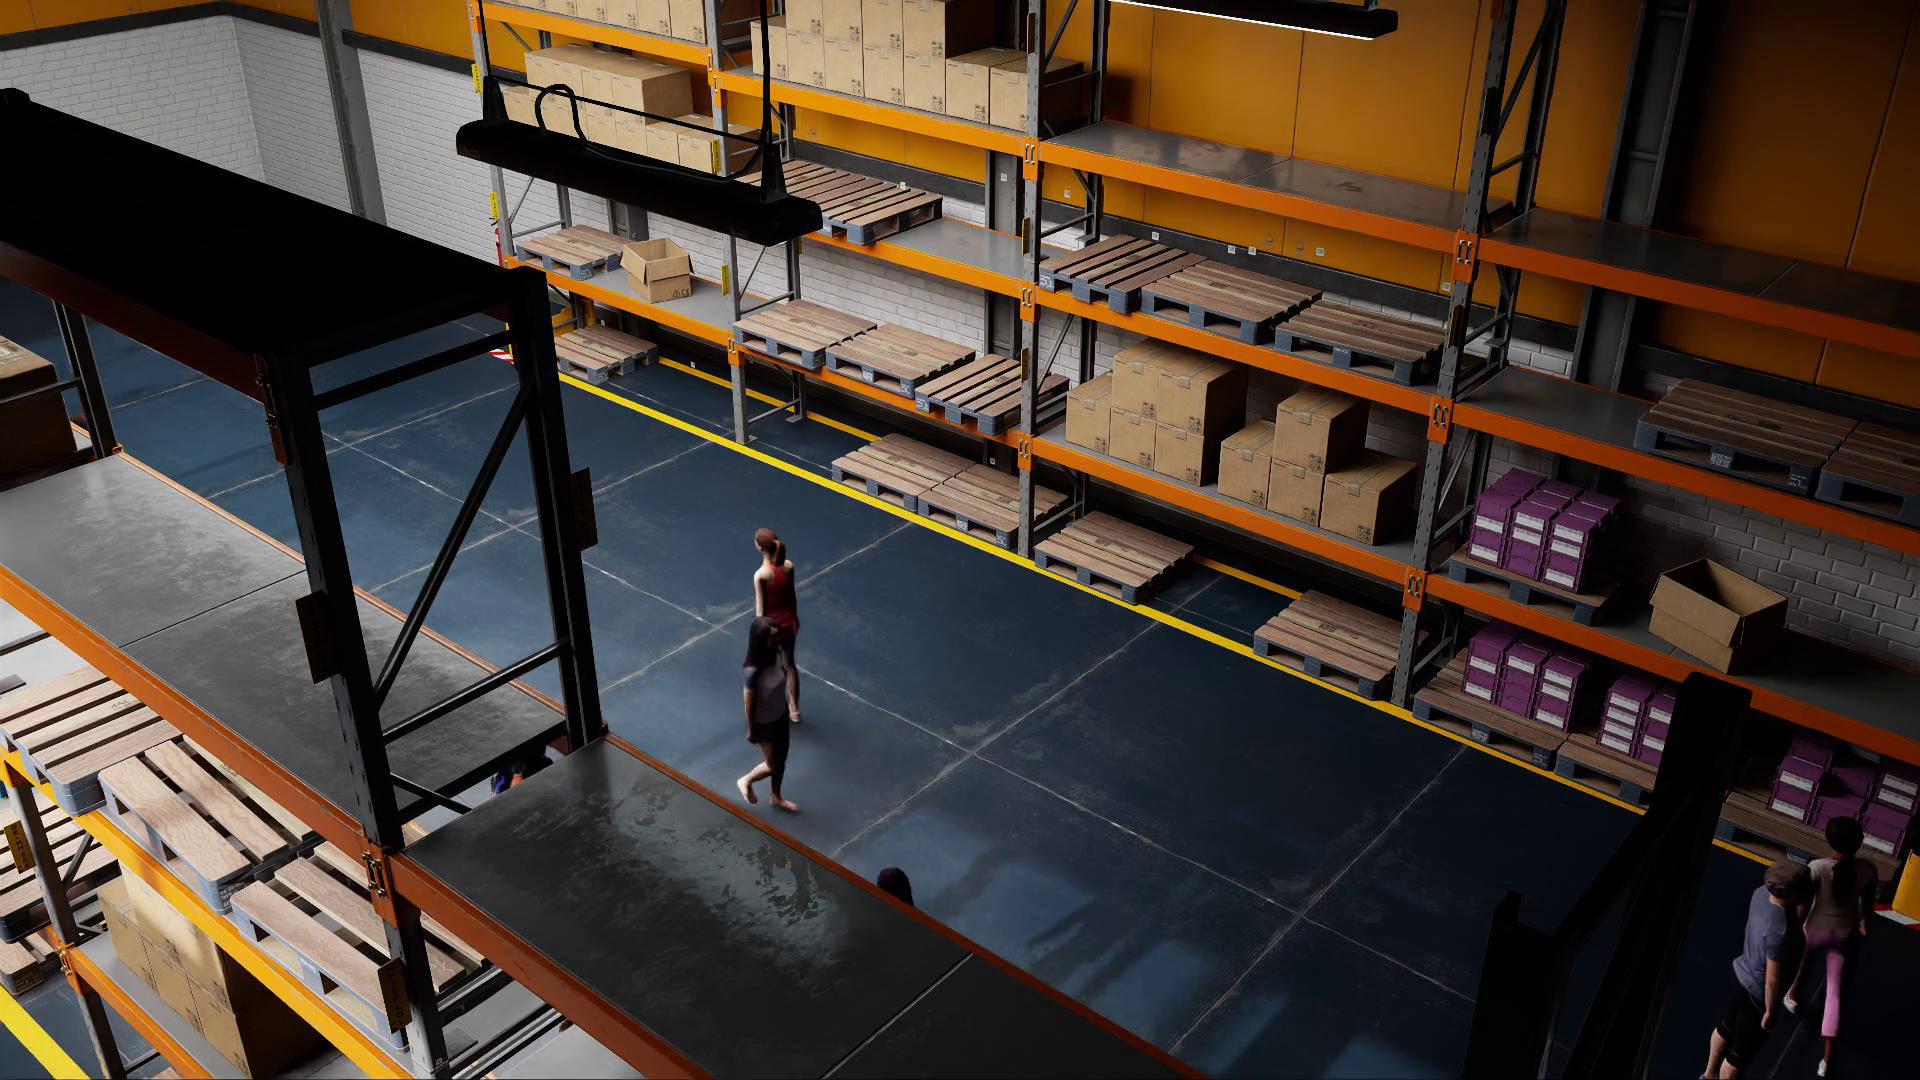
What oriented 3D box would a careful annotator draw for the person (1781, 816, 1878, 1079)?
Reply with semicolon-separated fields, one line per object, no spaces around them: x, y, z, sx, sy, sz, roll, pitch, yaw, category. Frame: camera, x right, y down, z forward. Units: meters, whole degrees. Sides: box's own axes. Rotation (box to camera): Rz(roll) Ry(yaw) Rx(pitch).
5.337;2.498;10.187;1.198;1.697;1.075;10;30;17;person

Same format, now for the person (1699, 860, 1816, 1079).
4.671;2.629;9.746;0.743;1.888;0.757;6;29;11;person

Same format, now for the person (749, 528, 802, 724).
-1.438;0.731;13.389;0.658;1.731;0.732;-21;35;-33;person

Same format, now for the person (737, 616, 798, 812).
-1.492;1.294;12.393;0.766;1.697;0.702;11;30;19;person
